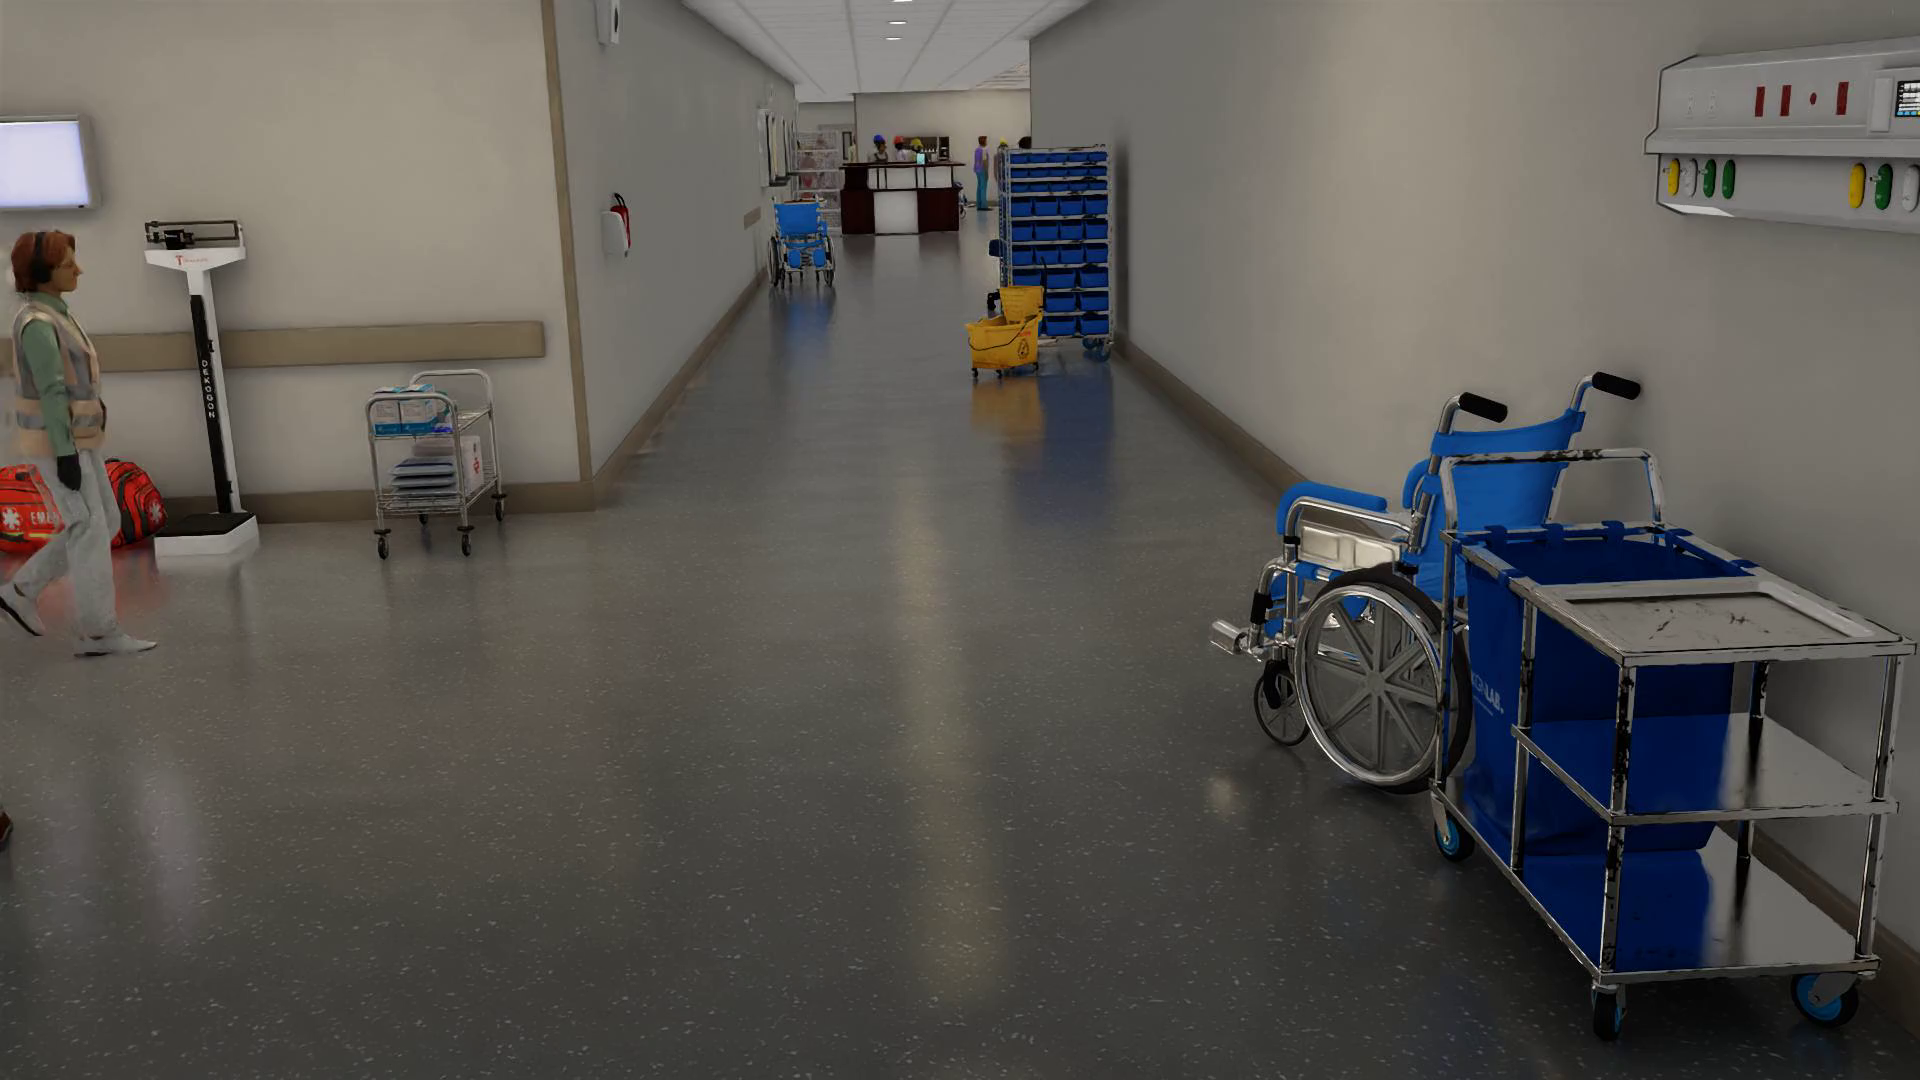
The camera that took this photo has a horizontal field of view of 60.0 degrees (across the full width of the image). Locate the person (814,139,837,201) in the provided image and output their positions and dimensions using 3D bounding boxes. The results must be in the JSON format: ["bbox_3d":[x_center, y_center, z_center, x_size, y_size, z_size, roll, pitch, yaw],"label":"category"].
[{"bbox_3d":[-4.187,-11.265,50.713,0.848,1.881,0.639,-8,15,-25],"label":"person"}]

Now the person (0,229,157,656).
[{"bbox_3d":[-3.427,-0.341,6.270,0.474,1.629,0.519,-6,14,-18],"label":"person"}]

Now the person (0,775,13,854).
[{"bbox_3d":[-2.881,-0.049,4.341,0.633,1.936,0.355,-13,18,-39],"label":"person"}]

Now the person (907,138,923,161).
[{"bbox_3d":[-1.043,-8.591,39.456,0.403,1.830,0.595,-5,14,-12],"label":"person"}]

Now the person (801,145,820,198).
[{"bbox_3d":[-3.859,-9.435,43.470,0.922,1.708,0.537,7,16,31],"label":"person"}]

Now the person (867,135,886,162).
[{"bbox_3d":[-2.082,-9.366,42.534,0.602,1.940,0.402,9,17,36],"label":"person"}]

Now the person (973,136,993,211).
[{"bbox_3d":[0.547,-9.173,41.623,0.388,1.847,0.563,-7,15,-22],"label":"person"}]

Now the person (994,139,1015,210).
[{"bbox_3d":[1.106,-9.099,41.466,0.539,1.749,0.620,0,14,7],"label":"person"}]

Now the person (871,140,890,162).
[{"bbox_3d":[-1.894,-8.490,39.152,0.534,1.823,0.667,-10,16,-30],"label":"person"}]
